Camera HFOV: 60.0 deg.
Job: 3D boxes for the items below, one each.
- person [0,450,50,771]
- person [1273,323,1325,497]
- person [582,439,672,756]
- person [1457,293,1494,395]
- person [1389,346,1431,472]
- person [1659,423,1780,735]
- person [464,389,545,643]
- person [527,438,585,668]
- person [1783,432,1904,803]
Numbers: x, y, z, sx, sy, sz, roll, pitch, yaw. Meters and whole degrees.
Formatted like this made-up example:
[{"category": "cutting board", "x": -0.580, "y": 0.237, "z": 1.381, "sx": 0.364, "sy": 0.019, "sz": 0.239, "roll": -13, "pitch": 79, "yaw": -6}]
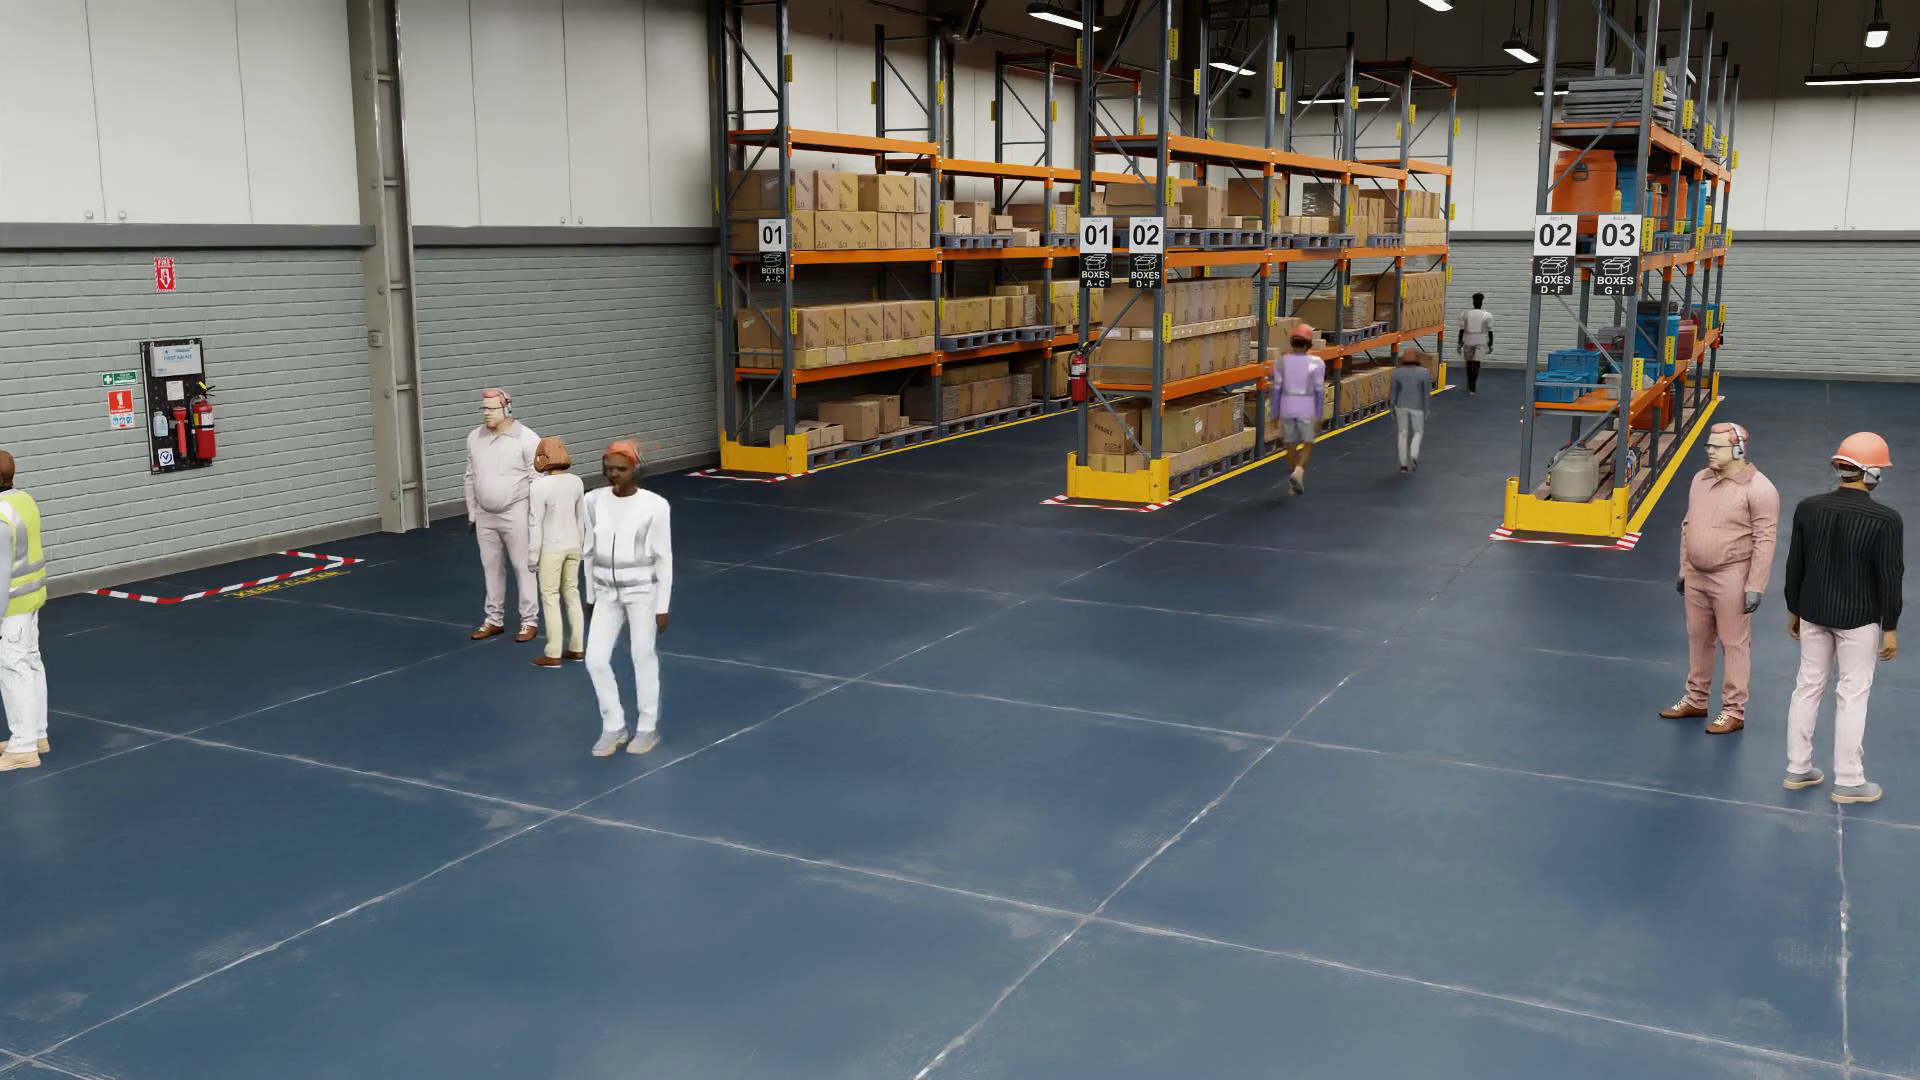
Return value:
[{"category": "person", "x": -5.465, "y": 0.387, "z": 9.513, "sx": 0.429, "sy": 1.846, "sz": 0.630, "roll": -3, "pitch": 11, "yaw": -15}, {"category": "person", "x": 3.894, "y": -1.481, "z": 19.219, "sx": 0.606, "sy": 2.028, "sz": 0.560, "roll": 5, "pitch": 12, "yaw": 26}, {"category": "person", "x": -1.957, "y": 0.355, "z": 9.636, "sx": 0.606, "sy": 1.860, "sz": 0.608, "roll": 3, "pitch": 11, "yaw": 16}, {"category": "person", "x": 9.949, "y": -3.783, "z": 32.037, "sx": 0.632, "sy": 1.916, "sz": 0.973, "roll": 5, "pitch": 12, "yaw": 26}, {"category": "person", "x": 5.790, "y": -1.682, "z": 21.391, "sx": 0.530, "sy": 1.614, "sz": 0.454, "roll": 4, "pitch": 11, "yaw": 22}, {"category": "person", "x": 4.645, "y": 0.230, "z": 10.203, "sx": 0.403, "sy": 1.906, "sz": 0.651, "roll": -4, "pitch": 11, "yaw": -20}, {"category": "person", "x": -3.418, "y": -0.180, "z": 12.436, "sx": 0.644, "sy": 1.907, "sz": 0.399, "roll": 3, "pitch": 11, "yaw": 17}, {"category": "person", "x": -2.850, "y": 0.085, "z": 11.764, "sx": 0.294, "sy": 1.623, "sz": 0.510, "roll": 6, "pitch": 12, "yaw": 30}, {"category": "person", "x": 4.771, "y": 0.410, "z": 8.976, "sx": 0.396, "sy": 1.992, "sz": 0.623, "roll": -6, "pitch": 12, "yaw": -30}]
